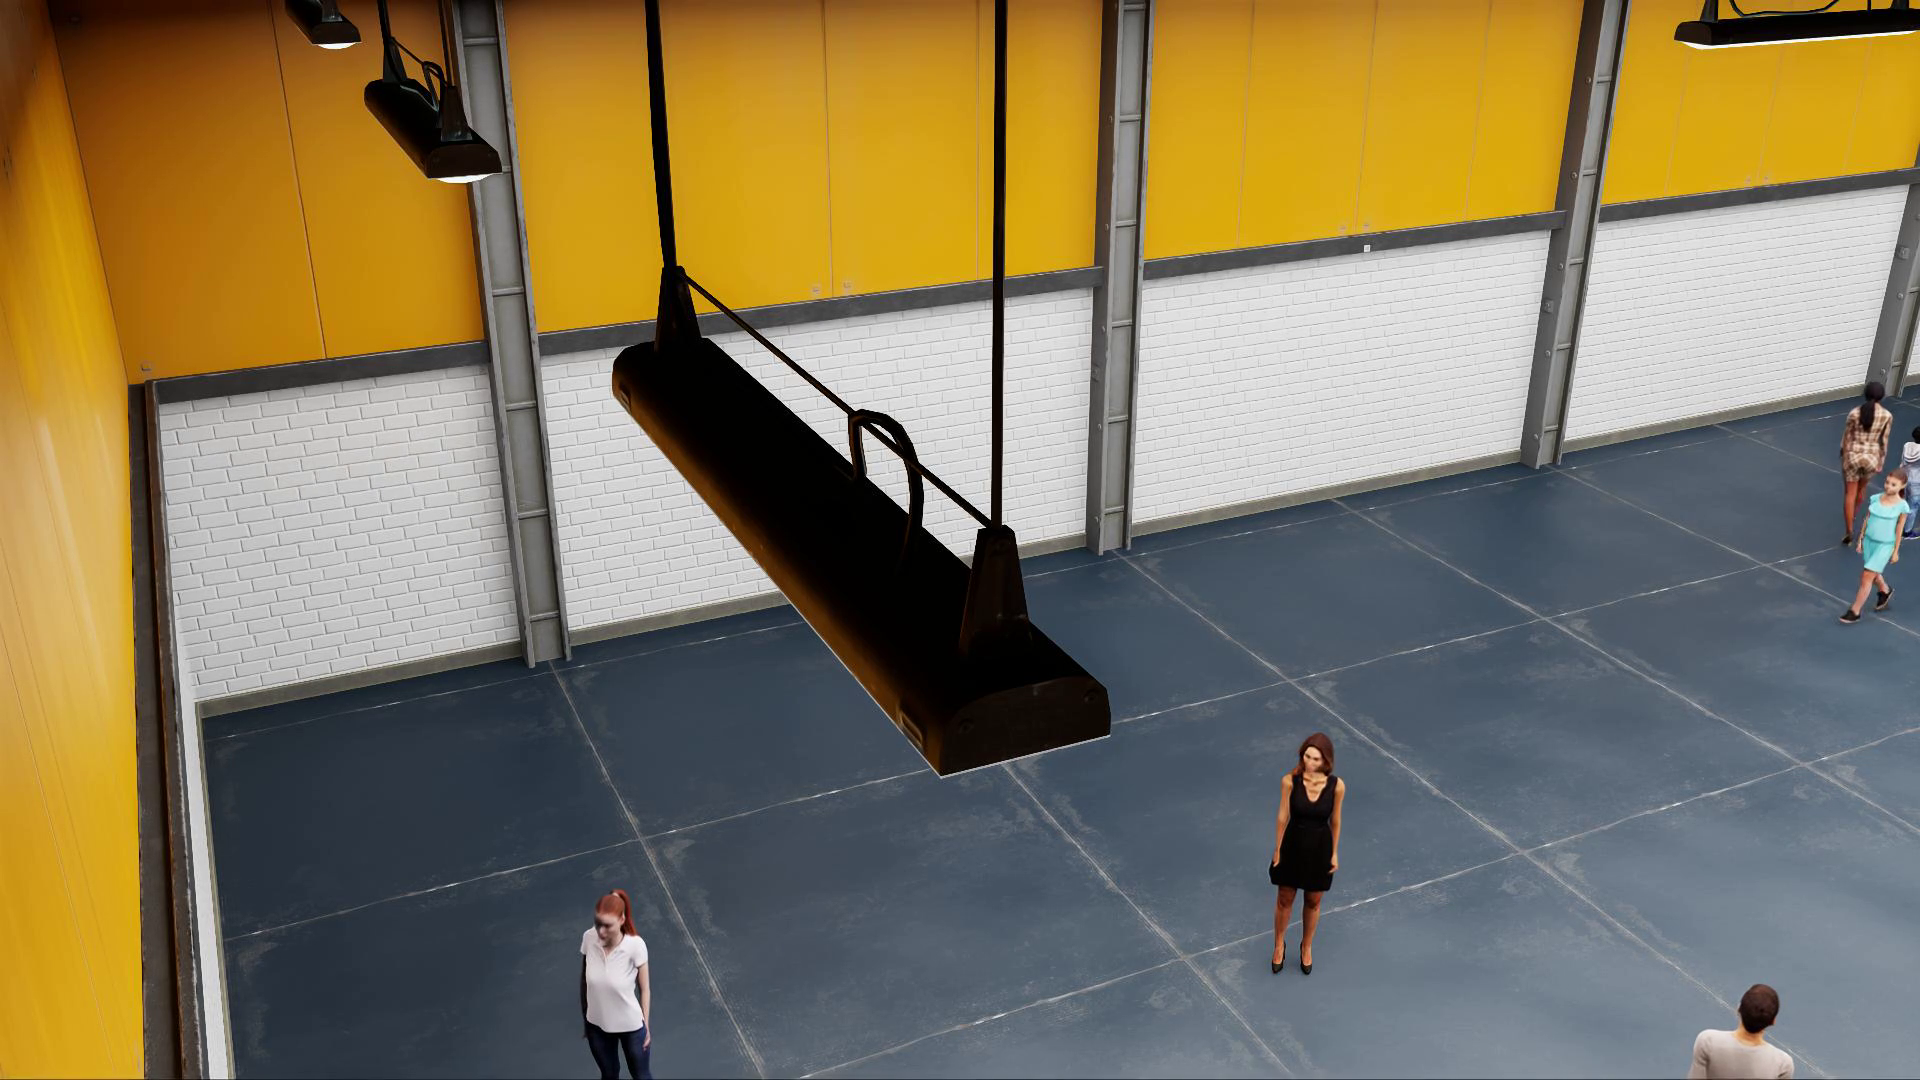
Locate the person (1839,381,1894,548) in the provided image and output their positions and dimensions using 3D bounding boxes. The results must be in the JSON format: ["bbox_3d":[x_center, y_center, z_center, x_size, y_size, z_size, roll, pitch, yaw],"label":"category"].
[{"bbox_3d":[9.502,-0.766,17.541,0.909,1.766,0.951,7,24,15],"label":"person"}]

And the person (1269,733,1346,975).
[{"bbox_3d":[2.279,2.079,10.949,0.628,1.834,0.729,3,24,6],"label":"person"}]

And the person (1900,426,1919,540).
[{"bbox_3d":[10.236,-0.640,17.885,0.479,1.261,0.471,-10,26,-22],"label":"person"}]

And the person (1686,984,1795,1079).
[{"bbox_3d":[3.976,3.080,8.615,0.740,1.868,0.782,10,26,22],"label":"person"}]

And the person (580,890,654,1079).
[{"bbox_3d":[-1.948,2.755,9.518,0.638,1.740,0.713,6,24,12],"label":"person"}]

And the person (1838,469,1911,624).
[{"bbox_3d":[8.871,0.045,15.976,1.020,1.535,0.571,-11,26,-25],"label":"person"}]
